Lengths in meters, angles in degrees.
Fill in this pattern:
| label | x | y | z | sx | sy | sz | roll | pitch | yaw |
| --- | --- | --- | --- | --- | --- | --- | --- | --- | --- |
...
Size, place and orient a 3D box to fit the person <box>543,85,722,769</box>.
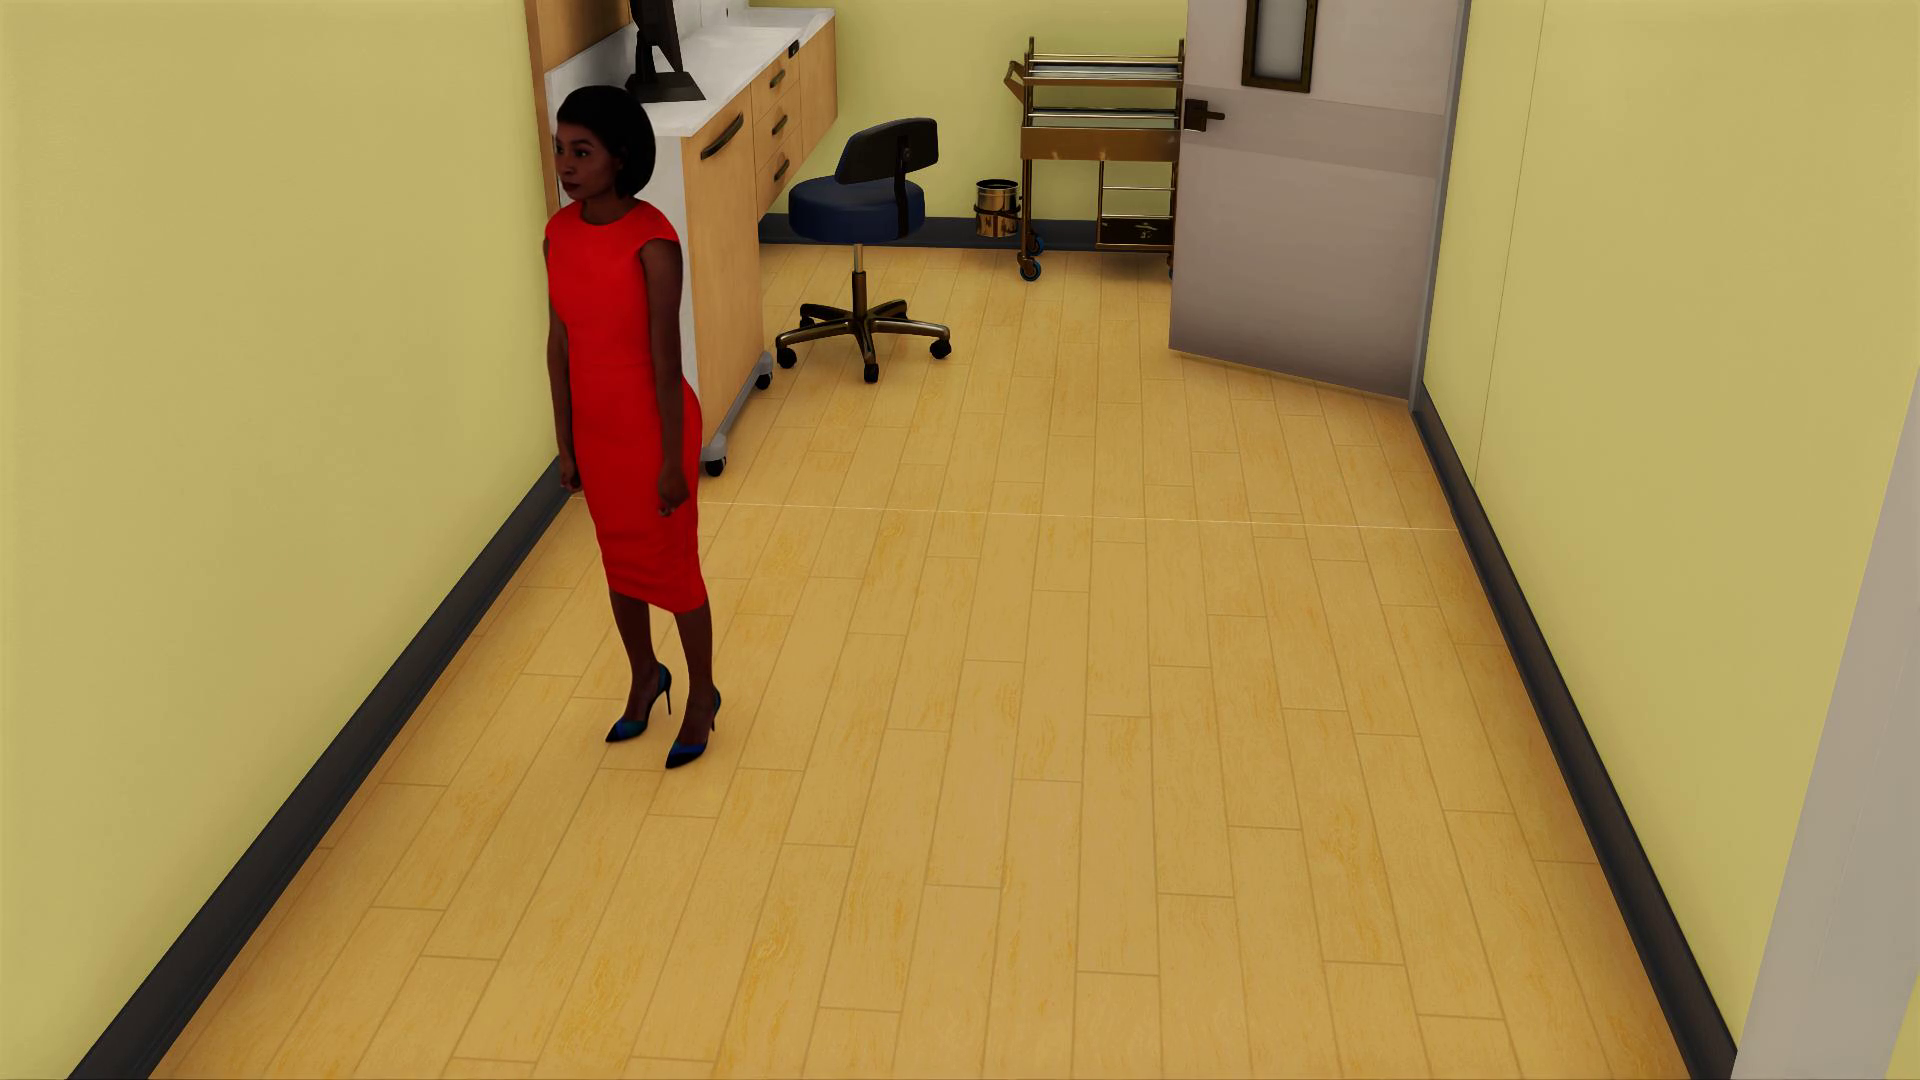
| label | x | y | z | sx | sy | sz | roll | pitch | yaw |
| --- | --- | --- | --- | --- | --- | --- | --- | --- | --- |
| person | -0.797 | -0.241 | 4.130 | 0.573 | 1.740 | 0.688 | 13 | 29 | 26 |
